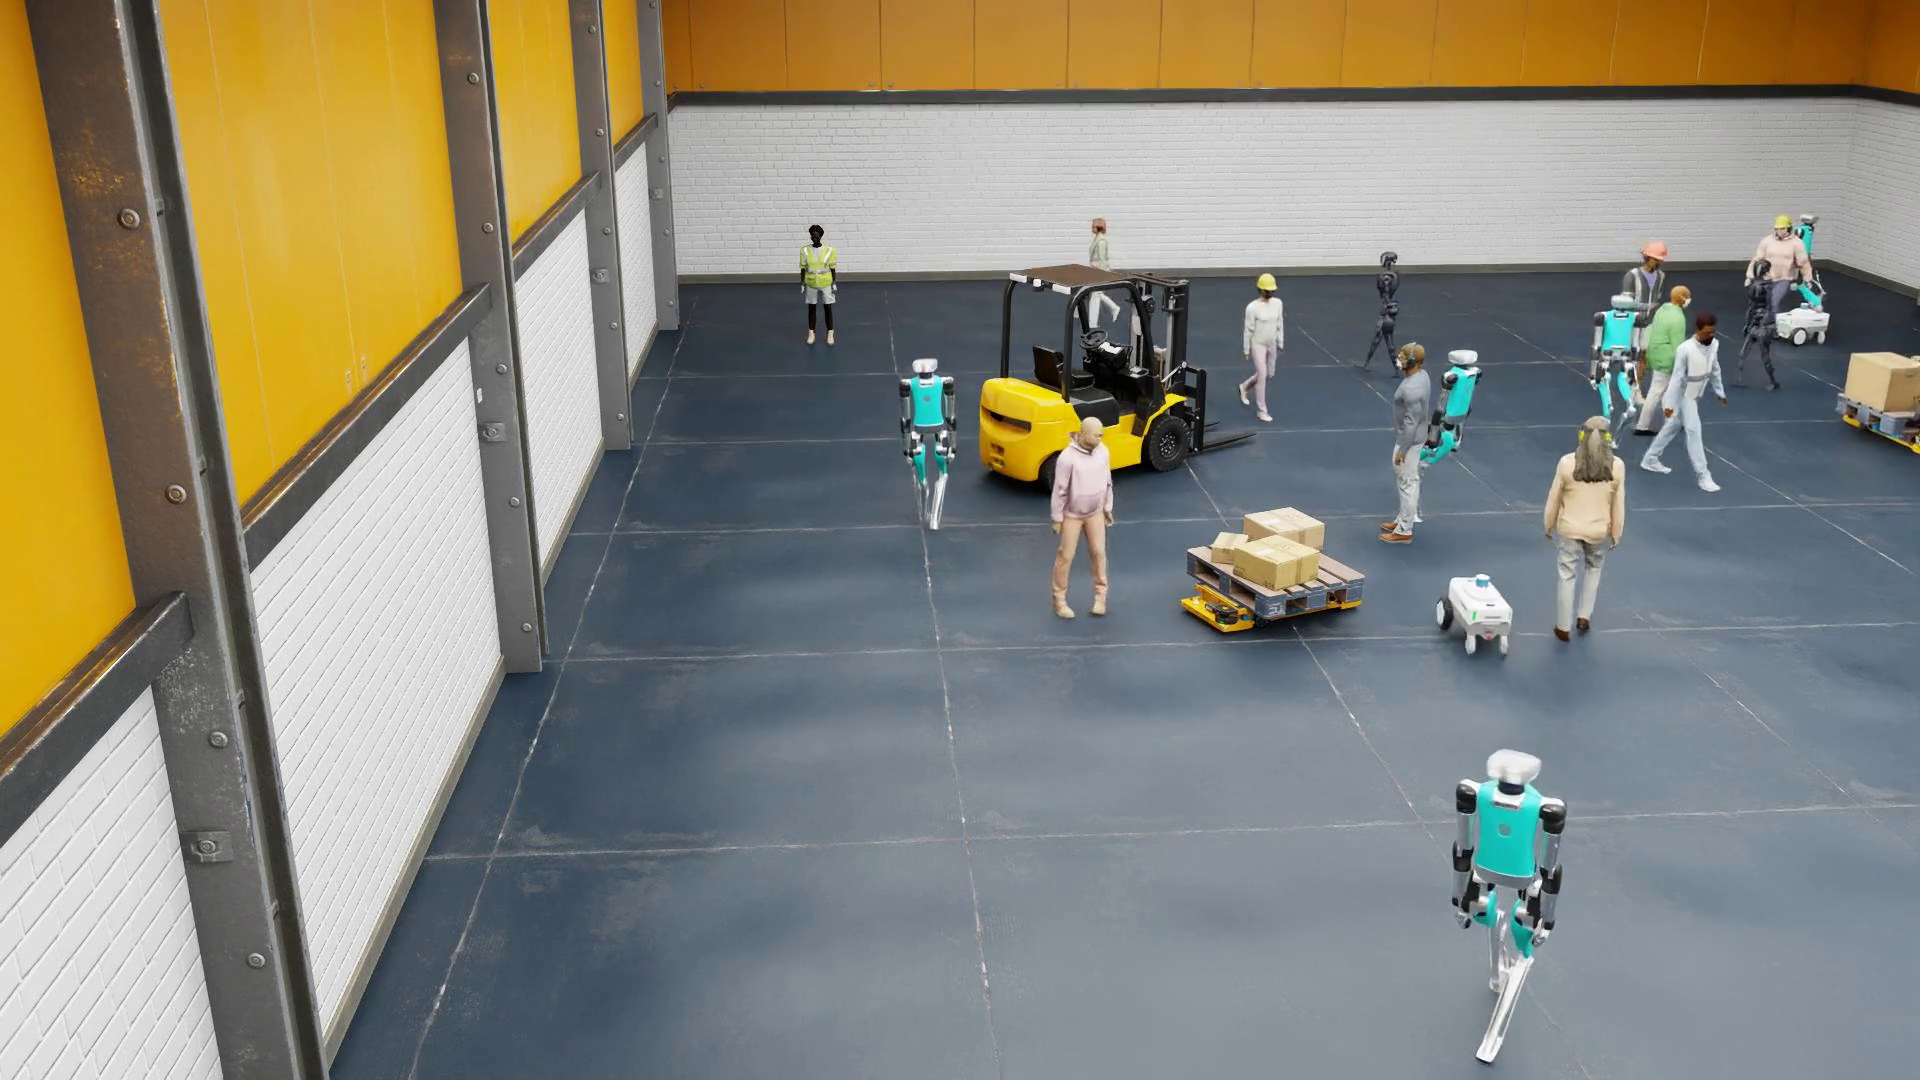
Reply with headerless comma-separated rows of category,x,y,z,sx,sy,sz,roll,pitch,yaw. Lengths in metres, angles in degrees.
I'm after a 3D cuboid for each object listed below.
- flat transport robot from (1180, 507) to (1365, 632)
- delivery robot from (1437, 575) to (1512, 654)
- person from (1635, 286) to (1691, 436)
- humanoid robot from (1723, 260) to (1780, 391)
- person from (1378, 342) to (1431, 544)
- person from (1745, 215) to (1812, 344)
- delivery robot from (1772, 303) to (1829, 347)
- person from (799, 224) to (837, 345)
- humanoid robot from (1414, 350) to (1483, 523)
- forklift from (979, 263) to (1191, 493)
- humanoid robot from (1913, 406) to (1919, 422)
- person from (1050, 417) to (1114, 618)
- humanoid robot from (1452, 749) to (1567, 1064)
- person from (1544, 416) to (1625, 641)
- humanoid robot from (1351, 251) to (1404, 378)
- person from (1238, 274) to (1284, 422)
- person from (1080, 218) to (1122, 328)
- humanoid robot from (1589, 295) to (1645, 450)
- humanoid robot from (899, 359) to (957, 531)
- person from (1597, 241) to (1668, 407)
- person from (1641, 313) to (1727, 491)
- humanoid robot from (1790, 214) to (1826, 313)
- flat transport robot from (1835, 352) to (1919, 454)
flat transport robot,2.679,0.492,14.286,1.431,0.231,0.659,-9,22,-24
delivery robot,4.255,0.573,13.639,0.499,0.587,0.789,0,20,0
person,8.193,-2.032,19.012,0.804,1.751,0.556,0,20,0
humanoid robot,10.142,-2.698,20.992,0.654,1.644,0.615,3,20,8
person,4.217,-0.916,15.702,0.374,1.940,0.627,7,21,19
person,11.604,-3.718,23.527,0.850,1.814,0.894,18,27,41
delivery robot,11.861,-3.034,23.501,0.782,0.611,0.502,-7,21,-17
person,-1.986,-3.581,23.319,0.534,1.693,0.320,1,20,3
humanoid robot,4.626,-1.006,16.328,0.560,1.834,0.771,-16,25,-37
forklift,1.315,-1.764,17.646,2.313,2.155,1.214,-14,24,-33
humanoid robot,10.408,-1.430,17.515,0.609,1.641,0.669,8,22,21
person,1.018,-0.210,14.041,0.577,1.766,0.493,-10,22,-25
humanoid robot,2.890,1.788,8.662,0.548,1.783,0.952,12,23,29
person,5.088,-0.103,13.601,0.598,1.855,0.569,5,21,14
humanoid robot,5.487,-2.927,21.599,0.713,1.630,0.599,6,21,17
person,3.569,-2.335,19.839,0.517,1.747,0.693,-12,23,-29
person,2.062,-3.890,24.246,0.537,1.622,0.525,1,20,2
humanoid robot,7.262,-1.790,18.378,0.530,1.730,1.009,2,20,6
humanoid robot,-0.303,-0.864,16.022,0.552,1.911,0.704,0,20,-1
person,8.291,-2.700,20.477,0.651,2.005,0.873,-6,21,-17
person,7.661,-1.496,17.417,0.701,1.851,0.983,-16,26,-38
humanoid robot,12.075,-3.708,23.566,0.671,1.770,0.535,18,27,39
flat transport robot,10.885,-1.266,19.075,0.659,0.231,1.431,-3,20,-8
